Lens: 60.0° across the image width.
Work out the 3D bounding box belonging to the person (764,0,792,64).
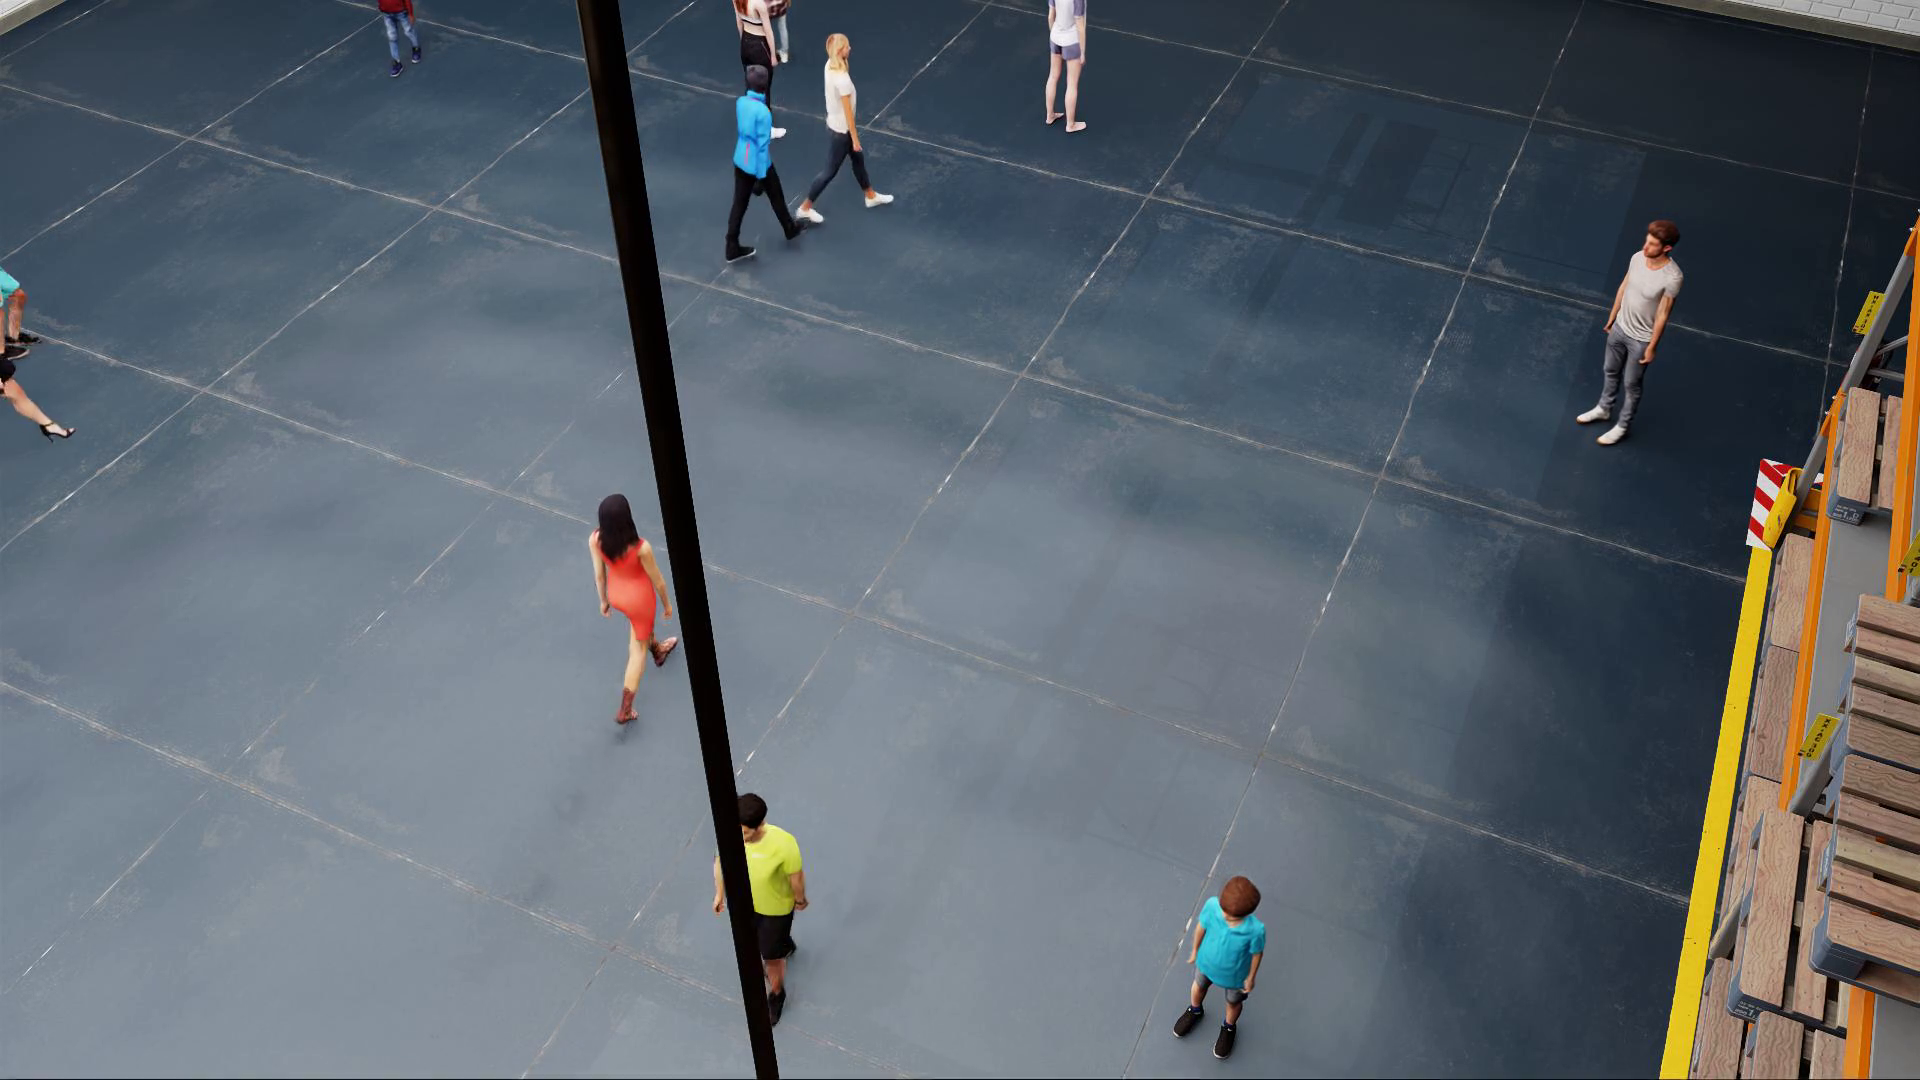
[{"bbox_3d":[-1.920,-5.542,17.130,0.595,1.298,0.653,-13,45,-14],"label":"person"}]

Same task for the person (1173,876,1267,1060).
[{"bbox_3d":[1.417,2.231,8.862,0.549,1.448,0.526,25,49,24],"label":"person"}]

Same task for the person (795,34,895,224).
[{"bbox_3d":[-1.148,-3.606,14.756,1.192,1.770,1.165,-12,45,-12],"label":"person"}]

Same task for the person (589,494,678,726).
[{"bbox_3d":[-2.107,0.448,10.560,0.703,1.688,1.144,13,45,13],"label":"person"}]

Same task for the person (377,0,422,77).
[{"bbox_3d":[-5.785,-5.478,17.106,0.672,1.239,0.836,2,44,2],"label":"person"}]

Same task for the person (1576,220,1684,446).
[{"bbox_3d":[5.115,-1.583,12.547,0.791,1.888,0.753,-18,46,-18],"label":"person"}]

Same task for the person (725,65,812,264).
[{"bbox_3d":[-1.845,-3.158,14.313,1.195,1.731,0.895,-32,52,-29],"label":"person"}]

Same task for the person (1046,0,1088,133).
[{"bbox_3d":[1.024,-4.797,16.009,0.650,1.766,0.648,33,53,30],"label":"person"}]

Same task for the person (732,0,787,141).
[{"bbox_3d":[-1.954,-4.651,15.874,0.640,1.740,0.604,30,51,28],"label":"person"}]

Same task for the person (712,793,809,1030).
[{"bbox_3d":[-1.033,1.858,9.081,0.634,1.686,0.805,21,48,21],"label":"person"}]
